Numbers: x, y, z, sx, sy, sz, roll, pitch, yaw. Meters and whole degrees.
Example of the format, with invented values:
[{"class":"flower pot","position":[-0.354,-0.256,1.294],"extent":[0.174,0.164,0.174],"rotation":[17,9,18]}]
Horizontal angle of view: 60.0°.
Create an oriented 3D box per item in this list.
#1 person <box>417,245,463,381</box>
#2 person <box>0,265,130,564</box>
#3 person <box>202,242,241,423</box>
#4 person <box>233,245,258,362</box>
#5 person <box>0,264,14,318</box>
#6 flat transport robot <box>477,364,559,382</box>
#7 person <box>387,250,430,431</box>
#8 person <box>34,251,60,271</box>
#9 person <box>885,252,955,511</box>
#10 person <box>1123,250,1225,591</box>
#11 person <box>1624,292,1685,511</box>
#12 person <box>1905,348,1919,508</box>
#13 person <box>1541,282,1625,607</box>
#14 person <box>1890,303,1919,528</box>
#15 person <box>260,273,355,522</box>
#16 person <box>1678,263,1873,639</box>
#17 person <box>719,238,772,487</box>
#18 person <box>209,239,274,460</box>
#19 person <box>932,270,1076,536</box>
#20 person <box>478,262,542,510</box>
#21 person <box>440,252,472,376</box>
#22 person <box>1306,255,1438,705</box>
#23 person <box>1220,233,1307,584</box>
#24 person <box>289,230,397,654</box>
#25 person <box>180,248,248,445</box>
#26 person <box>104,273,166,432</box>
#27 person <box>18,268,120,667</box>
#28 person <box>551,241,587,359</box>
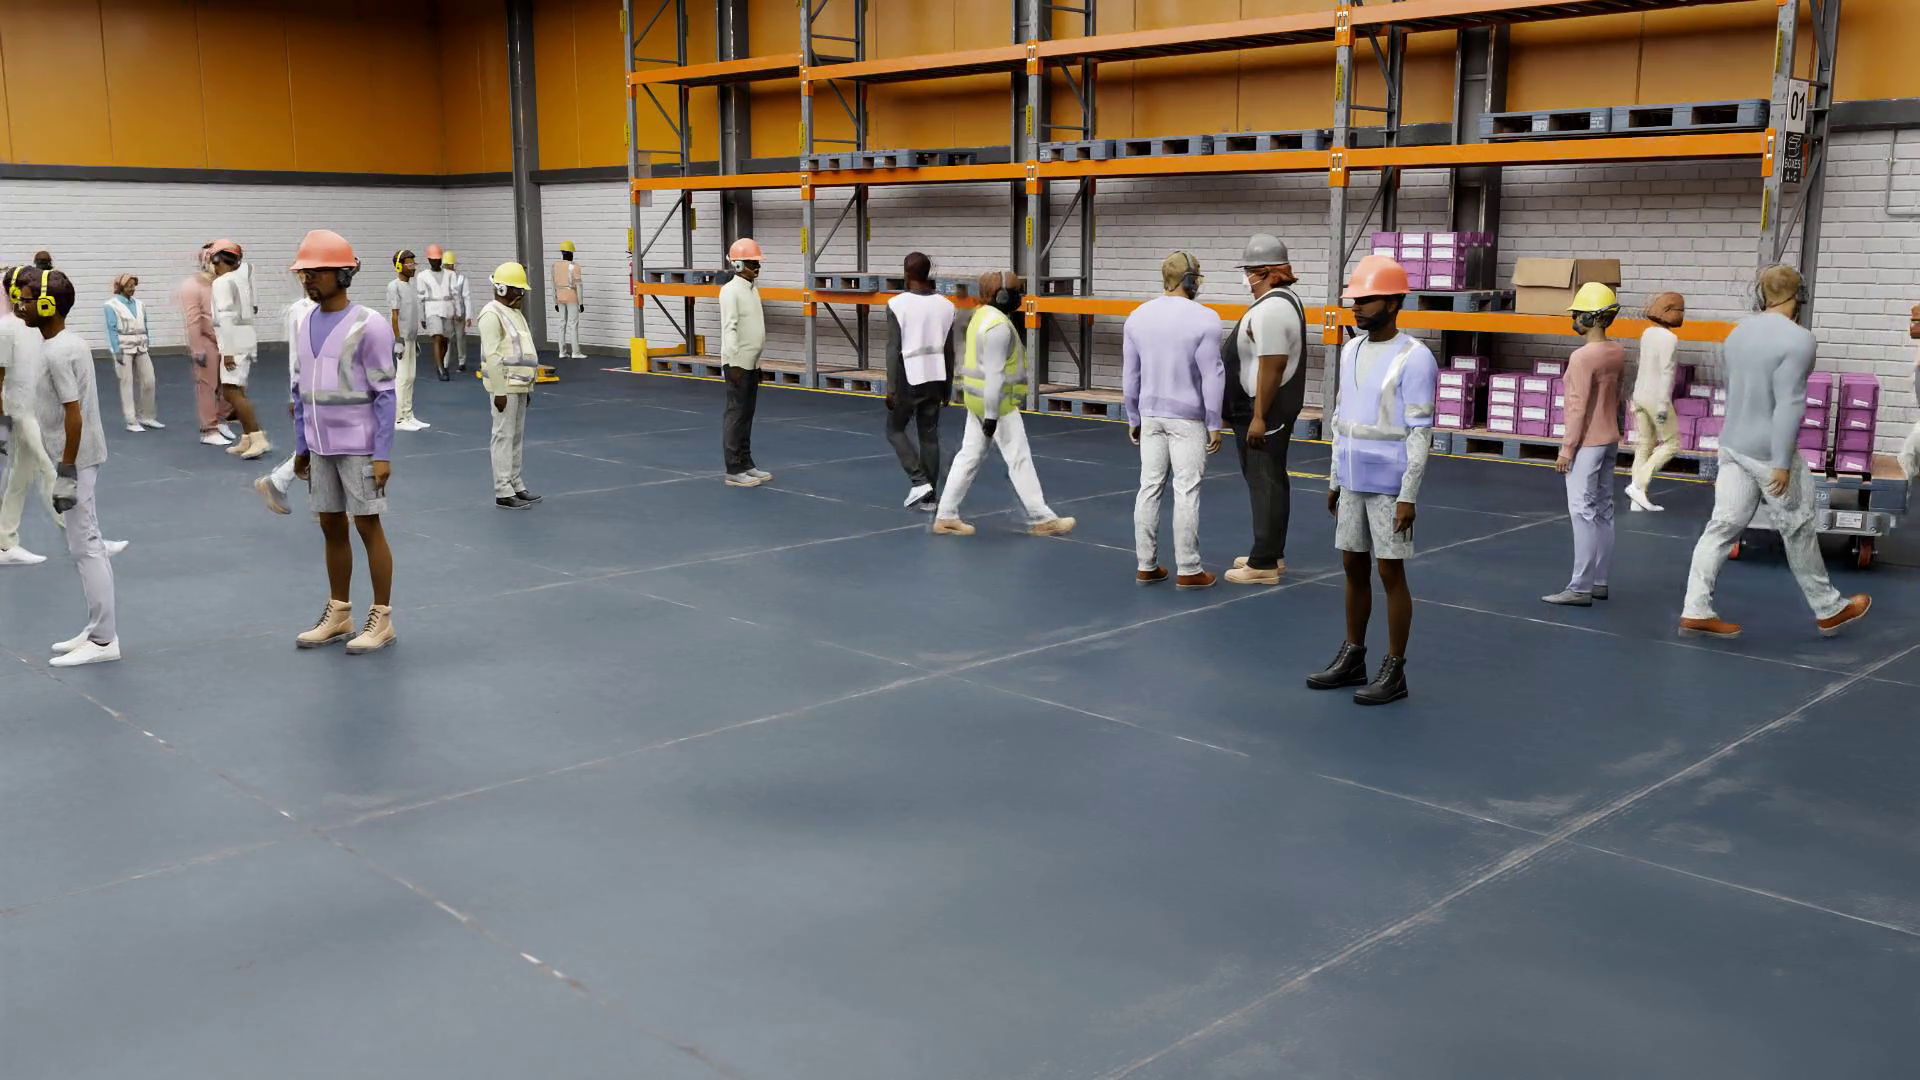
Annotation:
[{"class":"person","position":[-7.333,-3.195,23.377],"extent":[0.555,1.903,0.950],"rotation":[-7,12,-33]},{"class":"person","position":[-5.563,-0.743,10.183],"extent":[0.914,1.820,0.558],"rotation":[-1,10,-5]},{"class":"person","position":[-7.919,-2.212,17.869],"extent":[0.414,1.948,0.610],"rotation":[9,14,41]},{"class":"person","position":[-11.465,-3.757,26.458],"extent":[0.584,1.882,0.337],"rotation":[-10,14,-43]},{"class":"person","position":[-13.185,-3.014,22.826],"extent":[0.534,1.735,0.844],"rotation":[-7,12,-32]},{"class":"flat transport robot","position":[-6.132,-2.319,23.016],"extent":[0.652,0.197,1.431],"rotation":[-7,13,-35]},{"class":"person","position":[-5.760,-2.073,17.322],"extent":[0.310,1.868,0.534],"rotation":[0,10,2]},{"class":"person","position":[-13.136,-3.249,23.950],"extent":[0.651,1.790,0.733],"rotation":[0,10,-1]},{"class":"person","position":[-0.303,-1.149,12.187],"extent":[0.627,1.900,0.456],"rotation":[-8,13,-36]},{"class":"person","position":[1.221,-0.677,9.517],"extent":[0.633,1.936,0.355],"rotation":[8,13,38]},{"class":"person","position":[5.078,-0.993,12.121],"extent":[0.350,1.615,0.504],"rotation":[-1,10,-4]},{"class":"person","position":[7.206,-1.030,12.304],"extent":[0.536,1.620,0.558],"rotation":[5,12,27]},{"class":"person","position":[3.430,-0.517,9.111],"extent":[0.314,1.769,0.524],"rotation":[10,15,44]},{"class":"person","position":[6.746,-0.835,11.365],"extent":[0.899,1.578,0.510],"rotation":[8,13,36]},{"class":"person","position":[-4.558,-1.032,11.625],"extent":[0.545,1.871,0.593],"rotation":[0,10,1]},{"class":"person","position":[4.104,-0.425,8.313],"extent":[1.008,1.874,0.666],"rotation":[-2,11,-9]},{"class":"person","position":[-1.747,-1.443,13.532],"extent":[0.384,1.996,0.610],"rotation":[2,11,13]},{"class":"person","position":[-6.569,-1.739,15.182],"extent":[0.561,1.992,0.750],"rotation":[-1,10,-6]},{"class":"person","position":[0.264,-0.901,11.156],"extent":[0.962,1.795,0.627],"rotation":[-3,11,-14]},{"class":"person","position":[-3.338,-1.143,12.376],"extent":[0.403,1.823,0.587],"rotation":[0,10,2]},{"class":"person","position":[-7.413,-3.306,24.297],"extent":[0.601,1.782,0.979],"rotation":[-1,10,-4]},{"class":"person","position":[1.788,-0.256,7.224],"extent":[0.361,1.938,0.546],"rotation":[-6,12,-29]},{"class":"person","position":[1.739,-0.770,9.742],"extent":[0.538,2.000,0.690],"rotation":[4,11,19]},{"class":"person","position":[-3.006,-0.464,8.062],"extent":[0.605,2.045,0.385],"rotation":[5,12,26]},{"class":"person","position":[-7.179,-1.850,16.041],"extent":[0.418,1.895,0.658],"rotation":[3,11,17]},{"class":"person","position":[-8.560,-1.927,17.176],"extent":[0.362,1.637,0.528],"rotation":[4,11,22]},{"class":"person","position":[-4.211,-0.338,7.850],"extent":[0.334,1.873,0.517],"rotation":[-4,11,-22]},{"class":"person","position":[-6.429,-3.936,27.320],"extent":[0.589,1.927,0.369],"rotation":[4,11,22]}]
